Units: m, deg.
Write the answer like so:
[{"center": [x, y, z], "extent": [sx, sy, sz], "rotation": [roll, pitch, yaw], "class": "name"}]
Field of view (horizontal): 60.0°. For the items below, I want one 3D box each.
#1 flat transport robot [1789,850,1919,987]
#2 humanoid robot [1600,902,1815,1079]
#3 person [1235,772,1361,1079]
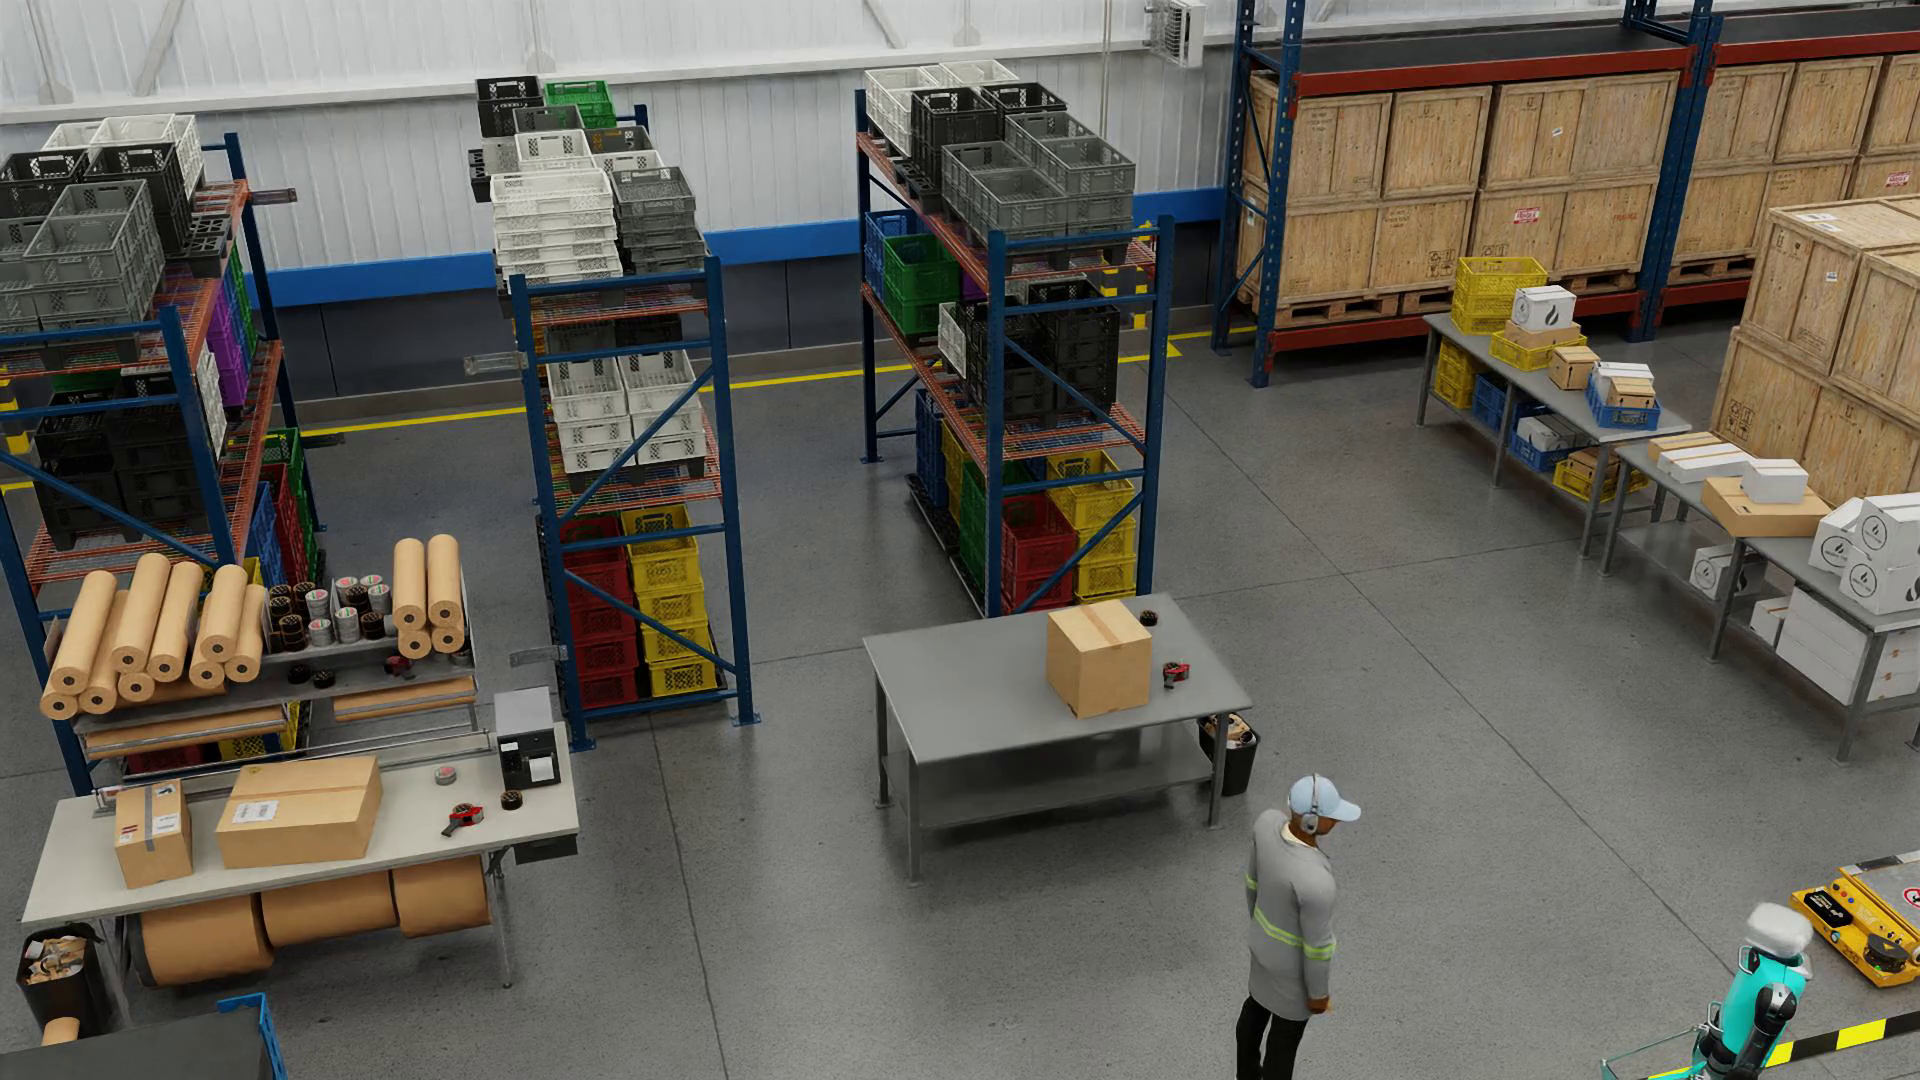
[{"center": [5.163, 1.916, 8.676], "extent": [1.431, 0.231, 0.659], "rotation": [-8, 30, -14], "class": "flat transport robot"}, {"center": [2.864, 2.101, 6.675], "extent": [0.735, 1.677, 0.533], "rotation": [12, 31, 21], "class": "humanoid robot"}, {"center": [1.454, 1.791, 7.263], "extent": [0.396, 1.850, 0.587], "rotation": [-9, 30, -15], "class": "person"}]
